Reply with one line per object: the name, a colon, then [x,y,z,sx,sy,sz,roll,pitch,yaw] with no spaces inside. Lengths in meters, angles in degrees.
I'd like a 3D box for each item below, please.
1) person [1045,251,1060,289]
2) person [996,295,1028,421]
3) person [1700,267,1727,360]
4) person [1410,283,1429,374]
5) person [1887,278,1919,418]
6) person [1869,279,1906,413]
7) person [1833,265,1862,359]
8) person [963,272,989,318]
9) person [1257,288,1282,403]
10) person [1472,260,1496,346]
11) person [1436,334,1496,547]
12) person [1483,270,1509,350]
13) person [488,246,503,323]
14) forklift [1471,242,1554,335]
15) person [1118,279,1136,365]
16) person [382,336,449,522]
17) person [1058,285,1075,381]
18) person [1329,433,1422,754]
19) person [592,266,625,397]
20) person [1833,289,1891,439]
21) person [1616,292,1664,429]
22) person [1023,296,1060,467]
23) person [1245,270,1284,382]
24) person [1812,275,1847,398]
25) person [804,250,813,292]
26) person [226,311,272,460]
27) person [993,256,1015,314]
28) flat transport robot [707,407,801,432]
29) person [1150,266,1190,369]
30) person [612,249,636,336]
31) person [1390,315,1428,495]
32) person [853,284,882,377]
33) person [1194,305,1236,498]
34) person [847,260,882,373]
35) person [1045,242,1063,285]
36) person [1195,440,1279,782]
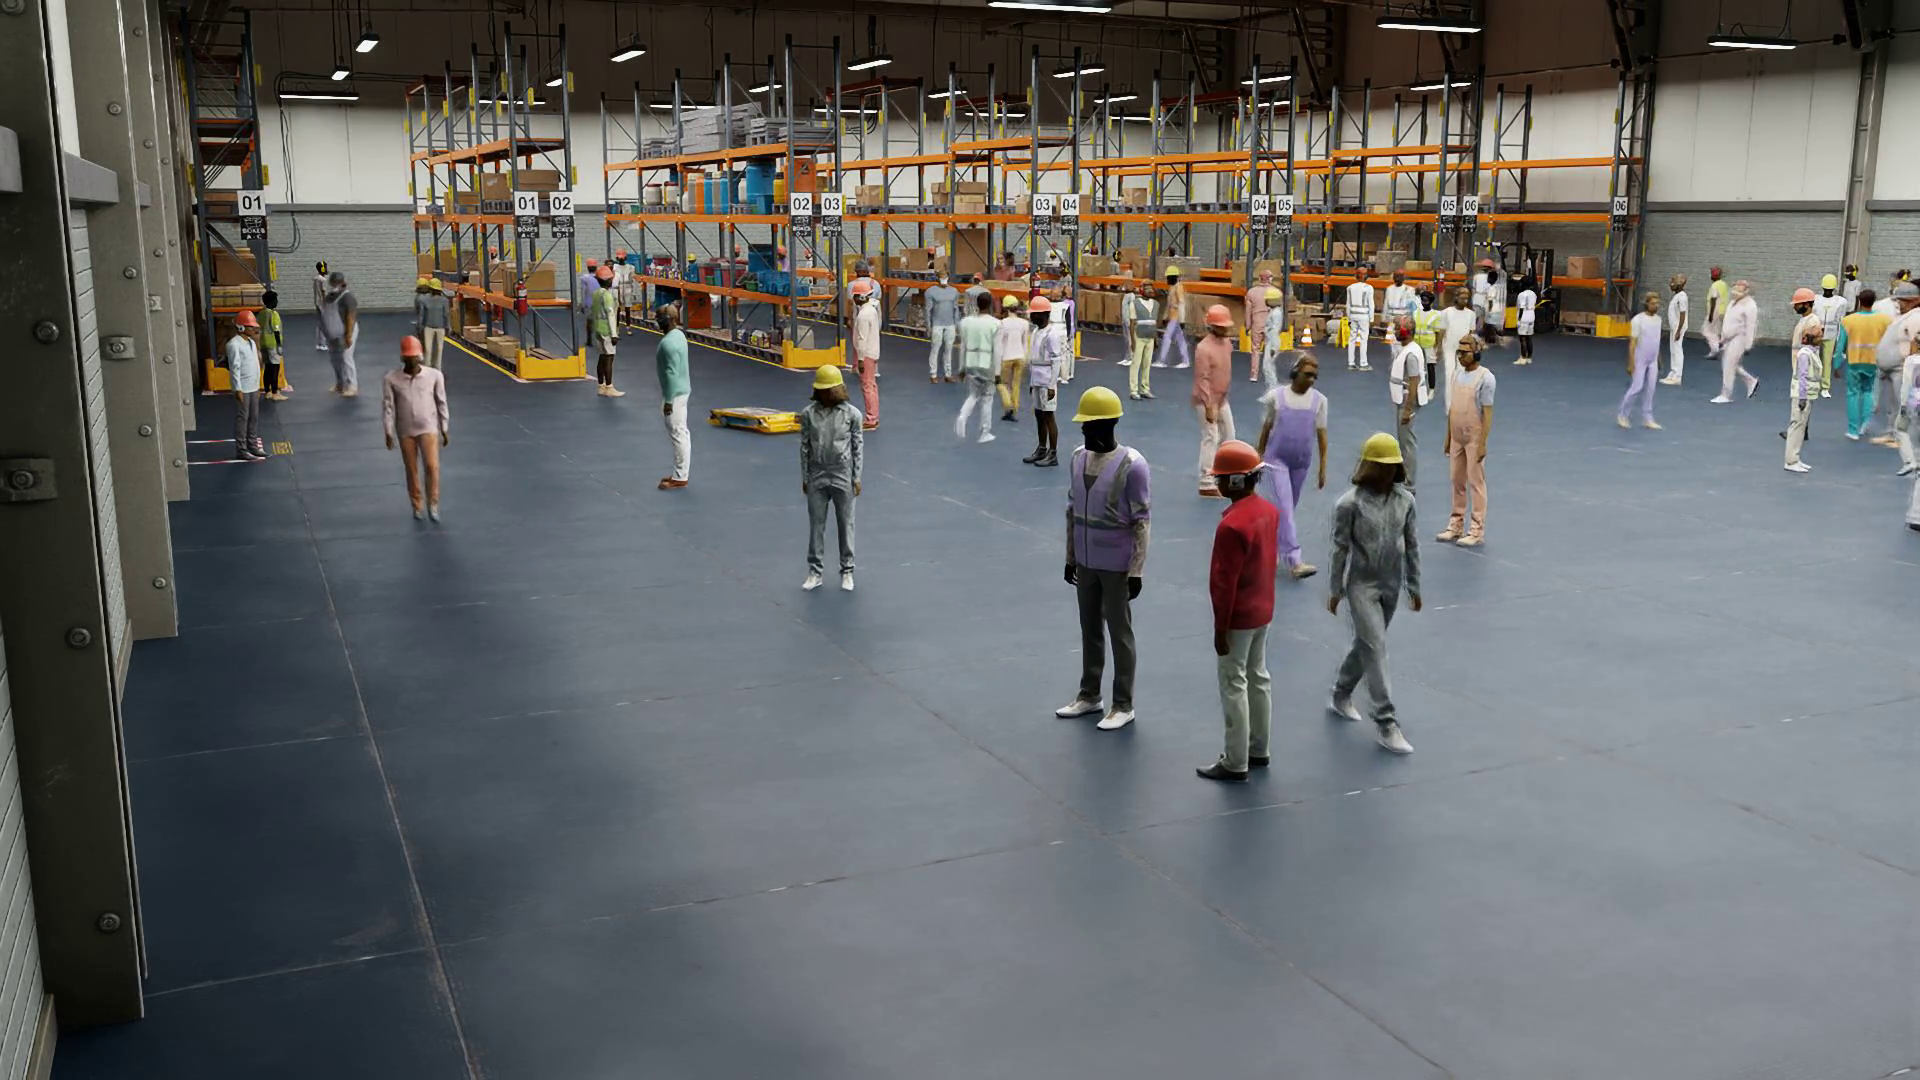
person: [2.767,-7.683,49.285,0.525,1.767,0.312,3,12,16]
person: [0.699,-2.502,22.980,0.535,1.756,0.352,-5,12,-25]
person: [14.797,-4.439,32.631,0.451,1.828,0.589,9,14,38]
person: [8.195,-3.769,29.714,0.309,1.636,0.523,11,15,44]
person: [13.383,-2.689,23.387,0.606,1.966,0.367,5,12,22]
person: [13.443,-2.784,23.969,0.633,1.931,0.366,5,12,22]
person: [17.635,-4.519,32.978,0.327,1.861,0.500,0,11,-2]
person: [0.302,-4.398,32.710,0.570,1.723,0.380,-6,12,-26]
person: [4.734,-2.962,25.352,0.306,1.743,0.511,2,11,9]
person: [11.276,-5.092,35.871,0.568,1.871,1.031,10,15,42]
person: [4.409,-0.868,14.455,0.348,1.841,0.501,-5,12,-25]
person: [11.229,-4.821,34.955,0.572,1.681,0.538,4,12,20]
person: [-12.272,-6.739,43.894,0.377,1.995,0.608,-10,15,-41]
forklift: [13.047,-6.049,39.881,2.313,2.155,1.214,-5,12,-23]
person: [3.184,-4.132,31.569,0.276,1.632,0.507,-2,11,-11]
person: [-5.066,-1.019,15.481,0.591,1.728,0.705,-3,12,-15]
person: [1.826,-3.567,28.684,0.308,1.641,0.511,5,12,25]
person: [2.285,0.247,9.155,0.499,1.697,0.886,-4,12,-21]
person: [-5.537,-3.263,26.096,0.366,2.048,0.607,-8,14,-35]
person: [11.565,-2.268,21.398,0.620,1.900,0.660,3,11,14]
person: [9.162,-2.398,22.245,0.531,1.844,0.421,-5,12,-26]
person: [0.923,-1.800,18.942,0.375,1.935,0.551,-5,12,-23]
person: [5.194,-3.648,28.415,0.644,1.907,0.399,3,11,14]
person: [13.506,-3.182,26.018,0.585,1.918,0.382,5,12,23]
person: [-4.710,-8.209,52.010,0.349,1.743,0.563,-1,11,-7]
person: [-8.326,-1.804,19.460,0.350,1.743,0.564,1,11,3]
person: [1.011,-5.880,39.943,0.651,1.846,1.040,0,11,0]
flat transport robot: [-2.721,-1.630,22.329,0.652,0.197,1.431,-10,15,-42]
person: [3.879,-4.118,30.836,0.907,1.887,0.591,0,11,0]
person: [-7.909,-5.807,39.035,0.611,2.042,0.395,-4,12,-18]
person: [4.571,-1.369,16.996,0.392,1.842,0.564,2,11,8]
person: [-1.625,-3.672,29.213,0.525,1.639,0.307,2,11,12]
person: [2.584,-1.381,16.775,0.445,1.971,0.651,9,14,39]
person: [-1.789,-4.032,30.020,0.682,2.000,0.537,-8,14,-36]
person: [3.191,-9.107,56.154,0.643,1.910,0.400,4,12,19]
person: [1.406,0.359,8.474,0.349,1.743,0.566,7,13,33]
